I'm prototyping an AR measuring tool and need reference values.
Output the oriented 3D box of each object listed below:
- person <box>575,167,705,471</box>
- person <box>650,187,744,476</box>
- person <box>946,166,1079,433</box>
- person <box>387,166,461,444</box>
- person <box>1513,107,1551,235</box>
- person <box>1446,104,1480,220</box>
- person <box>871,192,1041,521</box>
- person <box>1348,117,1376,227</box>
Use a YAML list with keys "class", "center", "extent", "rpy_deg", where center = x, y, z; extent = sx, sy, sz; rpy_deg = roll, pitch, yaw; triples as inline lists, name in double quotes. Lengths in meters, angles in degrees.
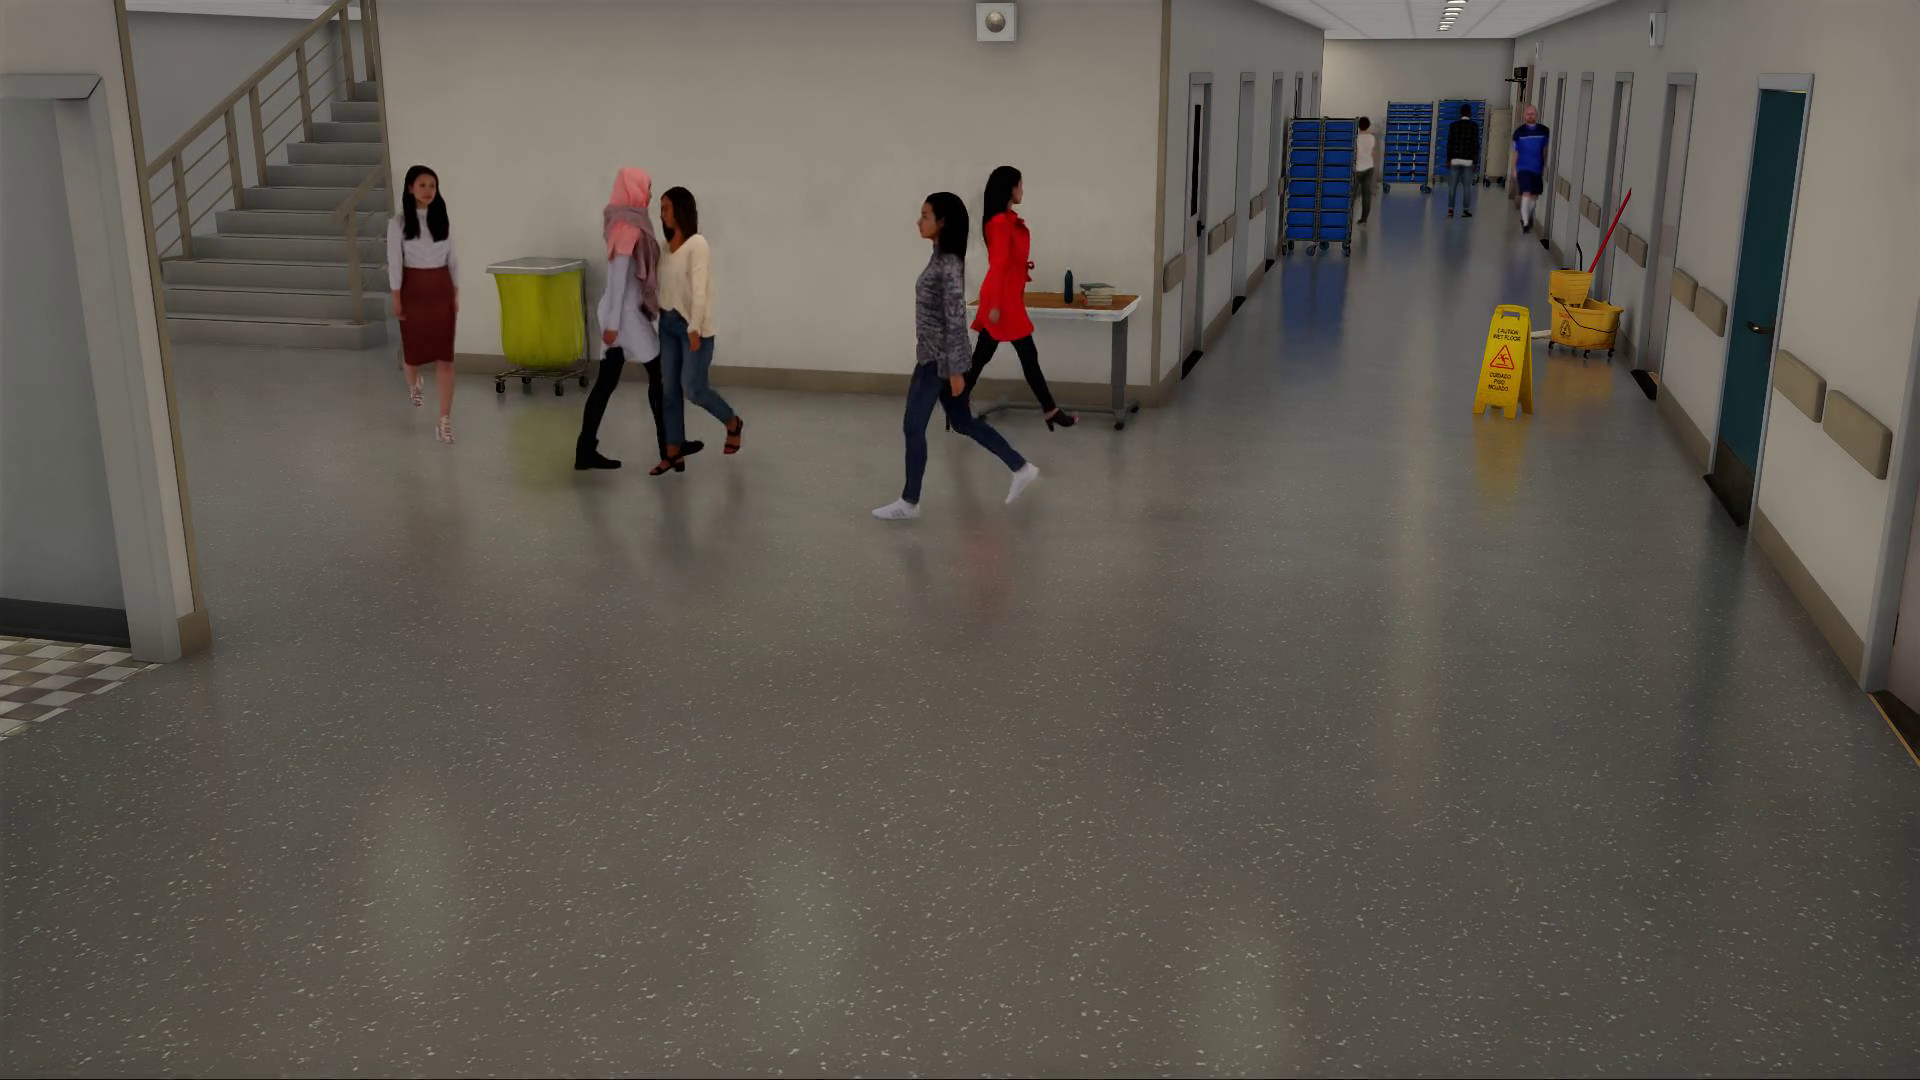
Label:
- class: "person"
  center: [-2.040, -1.241, 9.720]
  extent: [1.093, 1.744, 1.079]
  rpy_deg: [-4, 16, -16]
- class: "person"
  center: [-1.551, -1.220, 9.795]
  extent: [1.002, 1.663, 0.891]
  rpy_deg: [-15, 22, -42]
- class: "person"
  center: [0.183, -1.473, 10.648]
  extent: [0.858, 1.687, 1.086]
  rpy_deg: [1, 16, 2]
- class: "person"
  center: [-3.430, -1.492, 10.626]
  extent: [0.954, 1.735, 1.009]
  rpy_deg: [-9, 18, -30]
- class: "person"
  center: [8.339, -5.382, 24.318]
  extent: [0.797, 1.792, 1.256]
  rpy_deg: [1, 16, 5]
- class: "person"
  center: [8.156, -6.161, 27.031]
  extent: [0.715, 1.820, 0.653]
  rpy_deg: [9, 18, 29]
- class: "person"
  center: [0.001, -0.931, 8.704]
  extent: [0.909, 1.699, 1.144]
  rpy_deg: [-1, 16, -2]
- class: "person"
  center: [6.218, -5.650, 25.576]
  extent: [0.814, 1.625, 1.043]
  rpy_deg: [-2, 16, -8]
